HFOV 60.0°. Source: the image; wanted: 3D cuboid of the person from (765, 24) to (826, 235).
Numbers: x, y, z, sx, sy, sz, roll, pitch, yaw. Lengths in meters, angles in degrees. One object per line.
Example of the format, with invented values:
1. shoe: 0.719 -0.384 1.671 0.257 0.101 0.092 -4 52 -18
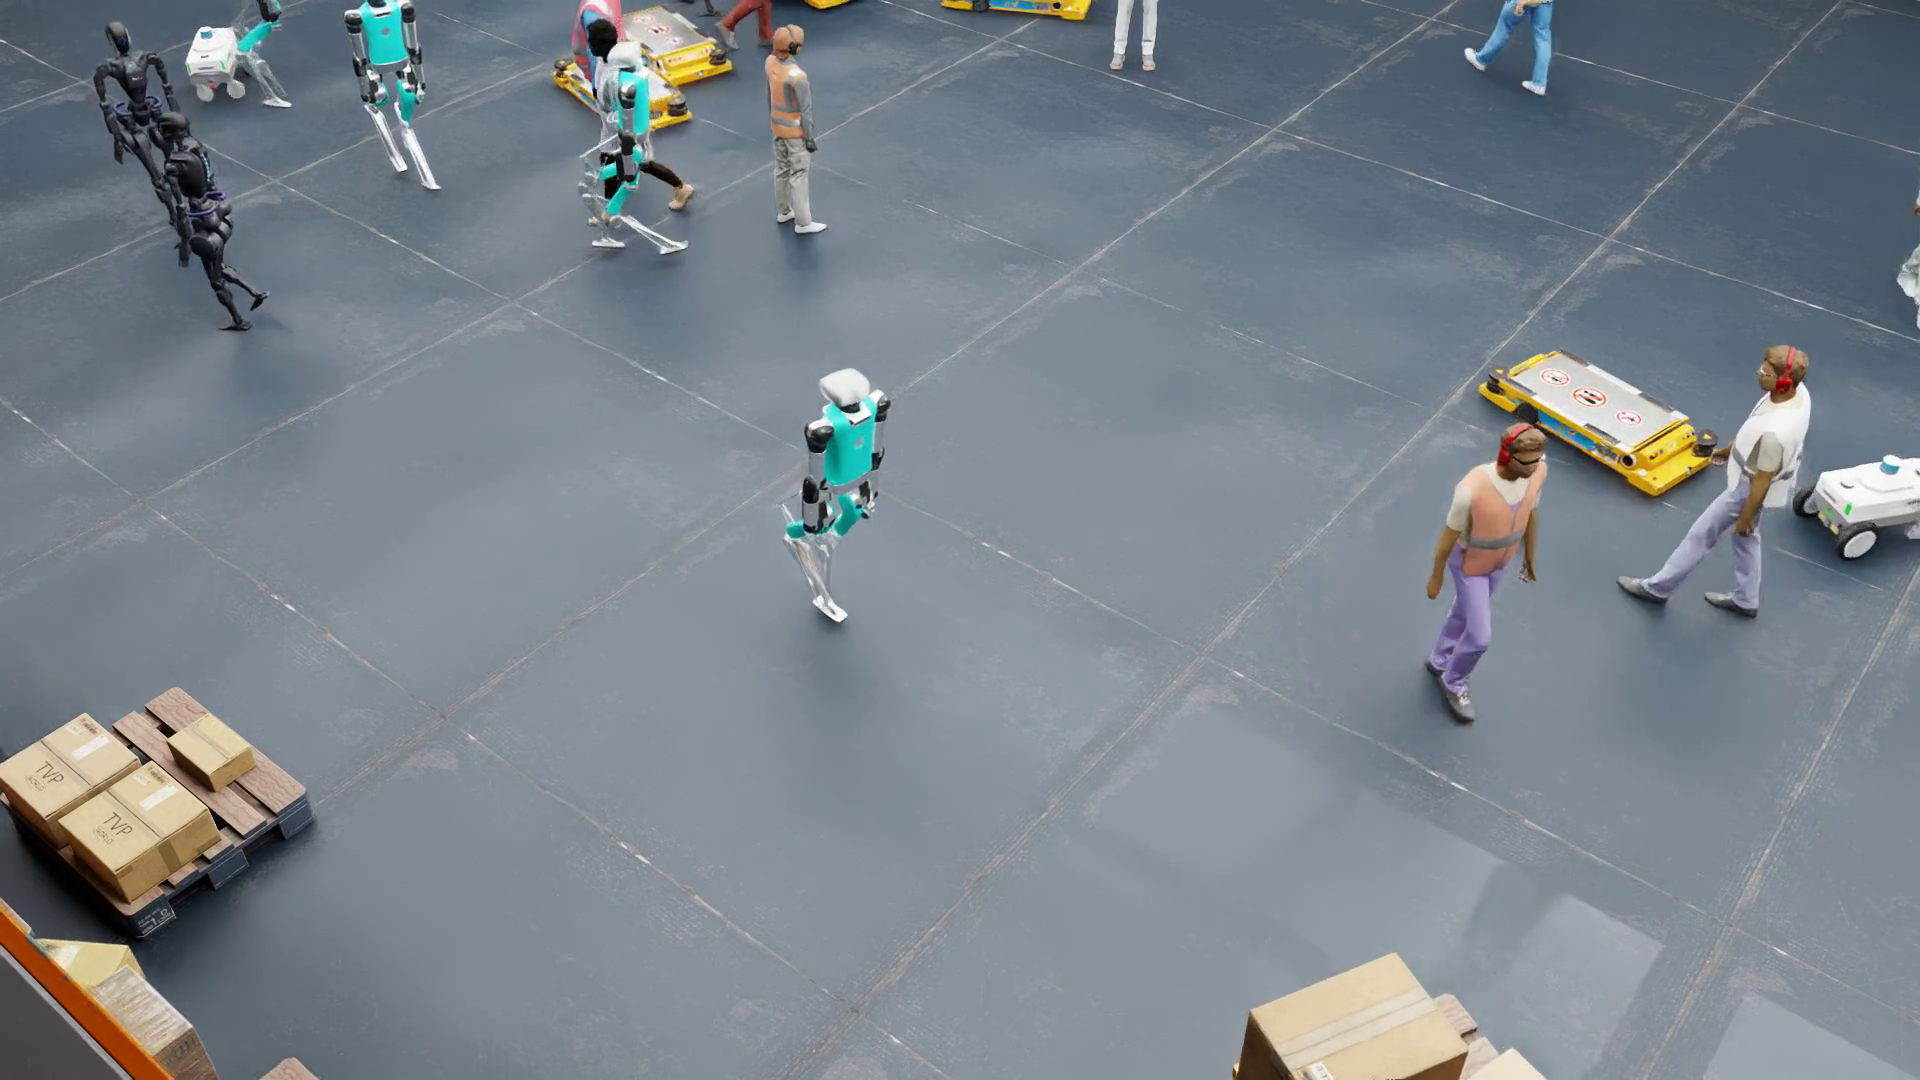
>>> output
1. person: -1.282 -3.126 12.697 0.308 1.636 0.522 -28 47 -29

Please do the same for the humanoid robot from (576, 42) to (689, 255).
1. humanoid robot: -2.559 -2.826 12.266 0.993 1.734 0.544 2 40 2

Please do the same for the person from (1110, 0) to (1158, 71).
1. person: 1.631 -5.137 14.875 0.572 1.884 0.356 4 41 5

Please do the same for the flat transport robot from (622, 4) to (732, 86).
1. flat transport robot: -2.765 -4.637 15.532 0.659 0.231 1.431 -24 46 -26

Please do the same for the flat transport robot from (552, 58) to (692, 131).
1. flat transport robot: -3.015 -3.985 14.766 0.659 0.231 1.431 -25 46 -27

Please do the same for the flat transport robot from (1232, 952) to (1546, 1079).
1. flat transport robot: 1.791 2.660 6.949 0.659 0.231 1.431 -16 43 -18

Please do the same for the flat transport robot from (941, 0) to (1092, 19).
1. flat transport robot: 0.581 -5.417 16.451 1.431 0.231 0.659 9 41 10

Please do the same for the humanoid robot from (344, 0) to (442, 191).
1. humanoid robot: -4.551 -3.646 13.240 0.545 1.759 0.942 -23 45 -24

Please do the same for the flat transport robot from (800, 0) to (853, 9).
1. flat transport robot: -1.511 -5.750 16.843 0.659 0.231 1.431 -24 46 -26

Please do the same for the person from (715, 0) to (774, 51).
1. person: -1.916 -5.369 15.165 0.599 1.859 0.574 5 41 6

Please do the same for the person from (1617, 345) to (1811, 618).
1. person: 4.327 -0.325 9.270 0.765 1.807 0.581 24 46 26

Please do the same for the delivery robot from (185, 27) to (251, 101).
1. delivery robot: -6.687 -4.312 14.940 0.506 0.608 0.779 -7 41 -8

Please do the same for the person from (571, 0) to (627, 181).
1. person: -2.857 -3.767 13.306 0.431 1.837 0.630 -1 40 -1

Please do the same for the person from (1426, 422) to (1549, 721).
1. person: 2.782 0.173 8.667 0.601 1.824 0.617 -23 45 -24

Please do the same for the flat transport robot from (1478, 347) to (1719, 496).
1. flat transport robot: 4.231 -0.825 11.049 0.659 0.231 1.431 -26 47 -27

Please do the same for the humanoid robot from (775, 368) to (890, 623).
1. humanoid robot: -0.787 -0.231 9.296 0.547 1.891 0.789 -32 50 -32

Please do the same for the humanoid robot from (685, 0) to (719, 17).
1. humanoid robot: -2.637 -5.875 15.928 0.660 1.621 0.601 18 44 20

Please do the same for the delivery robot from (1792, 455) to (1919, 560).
1. delivery robot: 5.567 -0.240 10.153 0.814 0.612 0.499 -9 41 -10

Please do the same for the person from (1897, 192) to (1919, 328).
1. person: 7.062 -2.340 11.723 0.506 1.691 0.889 2 40 3

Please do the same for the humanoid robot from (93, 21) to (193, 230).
1. humanoid robot: -6.299 -3.220 12.795 0.590 1.630 0.673 -32 50 -32

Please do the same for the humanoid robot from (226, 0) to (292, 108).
1. humanoid robot: -6.093 -4.589 14.368 0.711 1.808 0.531 -13 42 -15

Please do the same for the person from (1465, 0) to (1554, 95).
1. person: 5.005 -4.845 14.686 0.495 1.680 0.911 -21 45 -23

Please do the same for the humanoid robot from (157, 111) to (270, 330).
1. humanoid robot: -5.218 -2.191 11.569 0.419 1.651 0.588 2 40 2

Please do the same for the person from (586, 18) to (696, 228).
1. person: -2.537 -3.230 12.795 0.833 1.657 0.532 -21 45 -22
